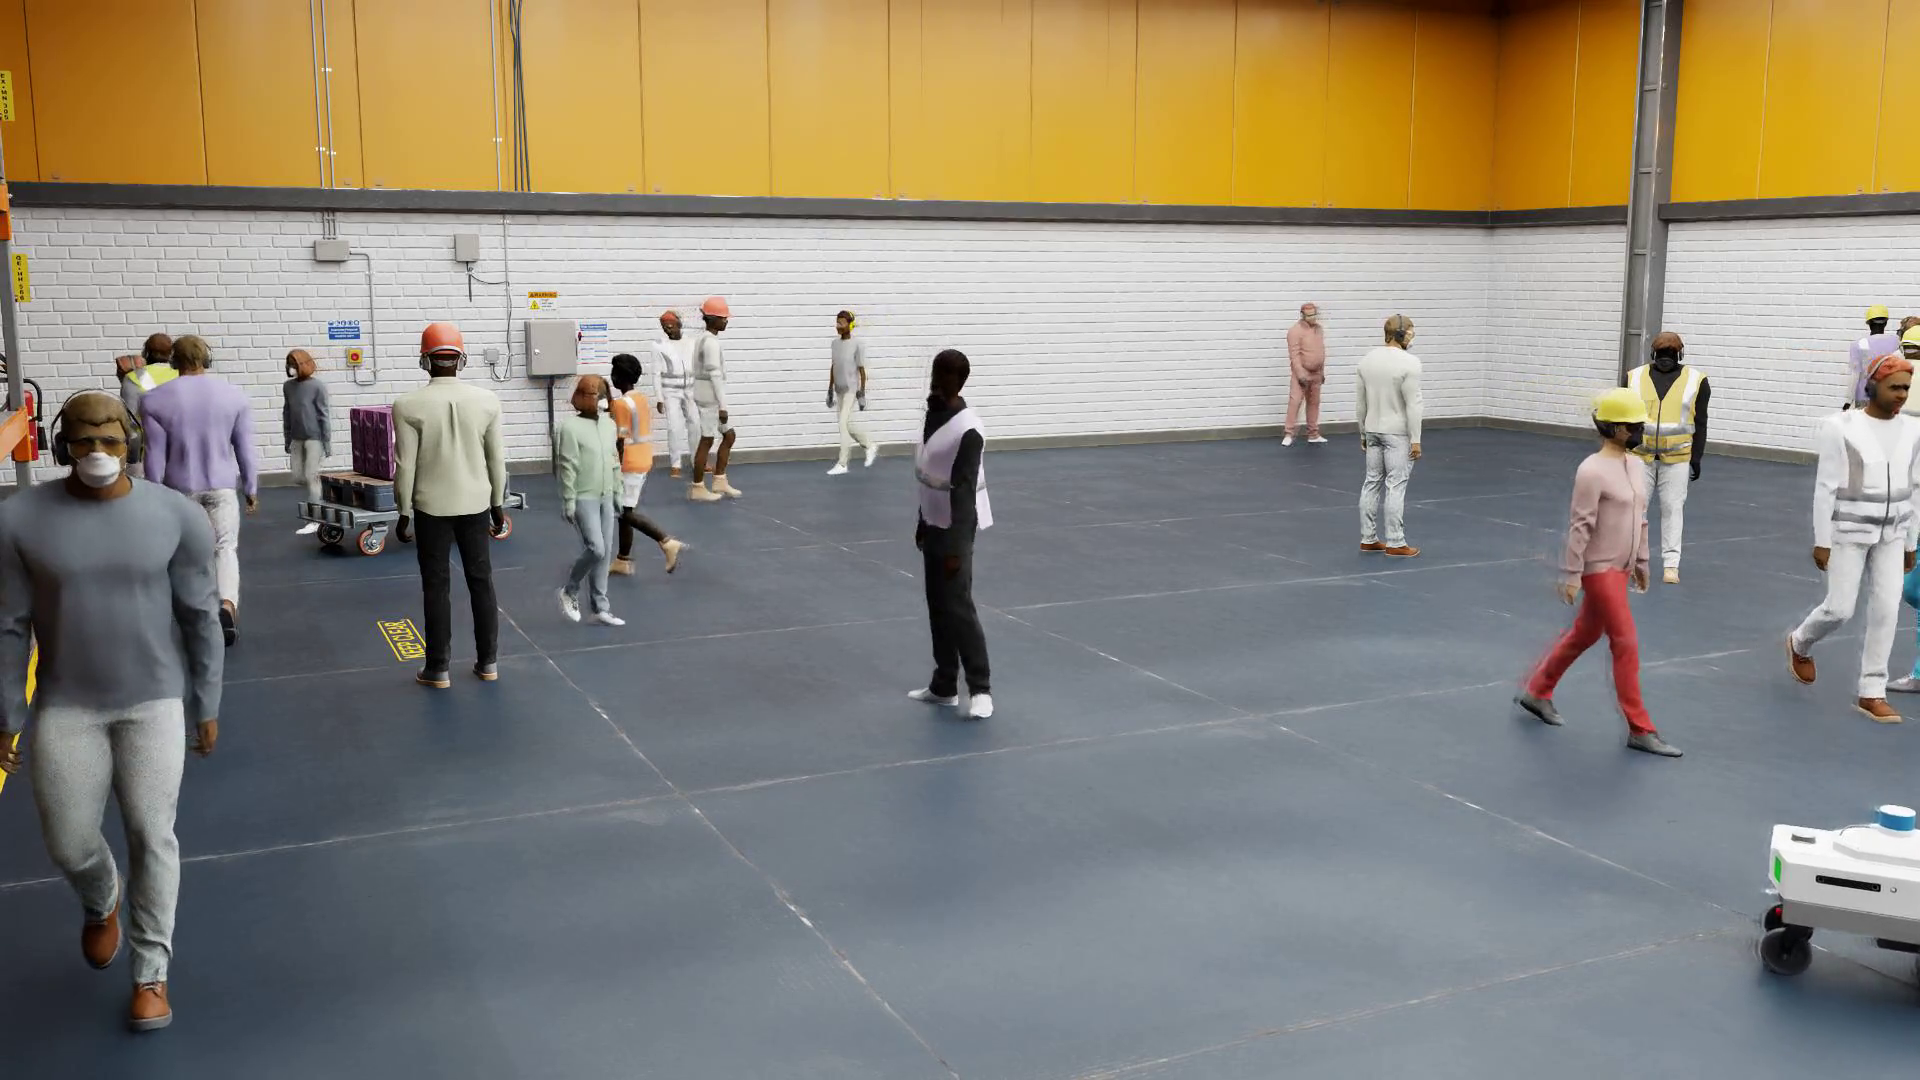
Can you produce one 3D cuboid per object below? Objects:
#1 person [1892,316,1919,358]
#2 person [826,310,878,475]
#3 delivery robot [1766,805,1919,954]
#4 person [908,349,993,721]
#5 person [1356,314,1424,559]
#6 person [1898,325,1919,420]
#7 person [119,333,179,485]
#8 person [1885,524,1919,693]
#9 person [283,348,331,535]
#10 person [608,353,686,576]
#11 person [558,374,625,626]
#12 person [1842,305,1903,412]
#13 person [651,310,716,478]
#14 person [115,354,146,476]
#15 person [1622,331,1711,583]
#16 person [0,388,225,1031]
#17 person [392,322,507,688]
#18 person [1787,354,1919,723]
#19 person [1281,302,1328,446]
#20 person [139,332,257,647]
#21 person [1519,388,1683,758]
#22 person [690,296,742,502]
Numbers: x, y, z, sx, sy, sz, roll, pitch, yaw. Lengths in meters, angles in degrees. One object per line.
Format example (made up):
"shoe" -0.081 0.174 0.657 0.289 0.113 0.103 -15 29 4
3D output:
"person" 9.052 -1.215 15.926 0.520 1.844 0.330 -4 10 -22
"person" -1.231 -1.682 18.825 0.512 1.851 0.793 9 13 44
"delivery robot" 2.972 1.093 5.311 0.707 0.478 0.477 5 10 28
"person" -0.026 -0.035 8.513 0.365 1.882 0.699 -3 10 -19
"person" 3.411 -0.820 13.199 0.352 1.933 0.635 -6 11 -32
"person" 7.786 -0.841 13.655 0.596 1.828 0.403 8 12 42
"person" -6.103 -0.659 12.598 0.523 1.806 0.675 4 10 23
"person" 5.299 -0.066 8.857 0.521 1.822 0.575 2 9 12
"person" -5.641 -0.871 14.507 0.524 1.614 0.527 4 10 24
"person" -2.371 -0.540 12.254 0.651 1.673 0.538 1 9 6
"person" -2.323 -0.246 10.576 0.361 1.621 0.518 5 10 27
"person" 9.643 -1.515 17.569 0.585 1.917 0.381 0 9 2
"person" -3.022 -1.603 18.356 0.800 1.850 0.340 -7 12 -38
"person" -6.497 -0.681 13.318 0.686 1.616 0.521 -6 11 -32
"person" 5.114 -0.605 12.169 0.624 1.840 0.429 5 10 27
"person" -2.570 0.498 5.049 0.647 1.927 0.559 -4 10 -25
"person" -2.790 -0.191 9.107 0.622 1.994 0.381 -7 11 -36
"person" 4.629 -0.036 8.568 0.581 1.861 0.716 -1 9 -4
"person" 4.594 -2.175 21.842 0.816 1.875 0.396 -7 11 -36
"person" -4.588 -0.302 10.073 0.629 1.908 0.855 -5 10 -26
"person" 3.103 0.119 8.028 0.531 1.725 0.874 -8 12 -41
"person" -2.363 -1.370 16.326 0.688 2.017 0.644 -2 9 -14
